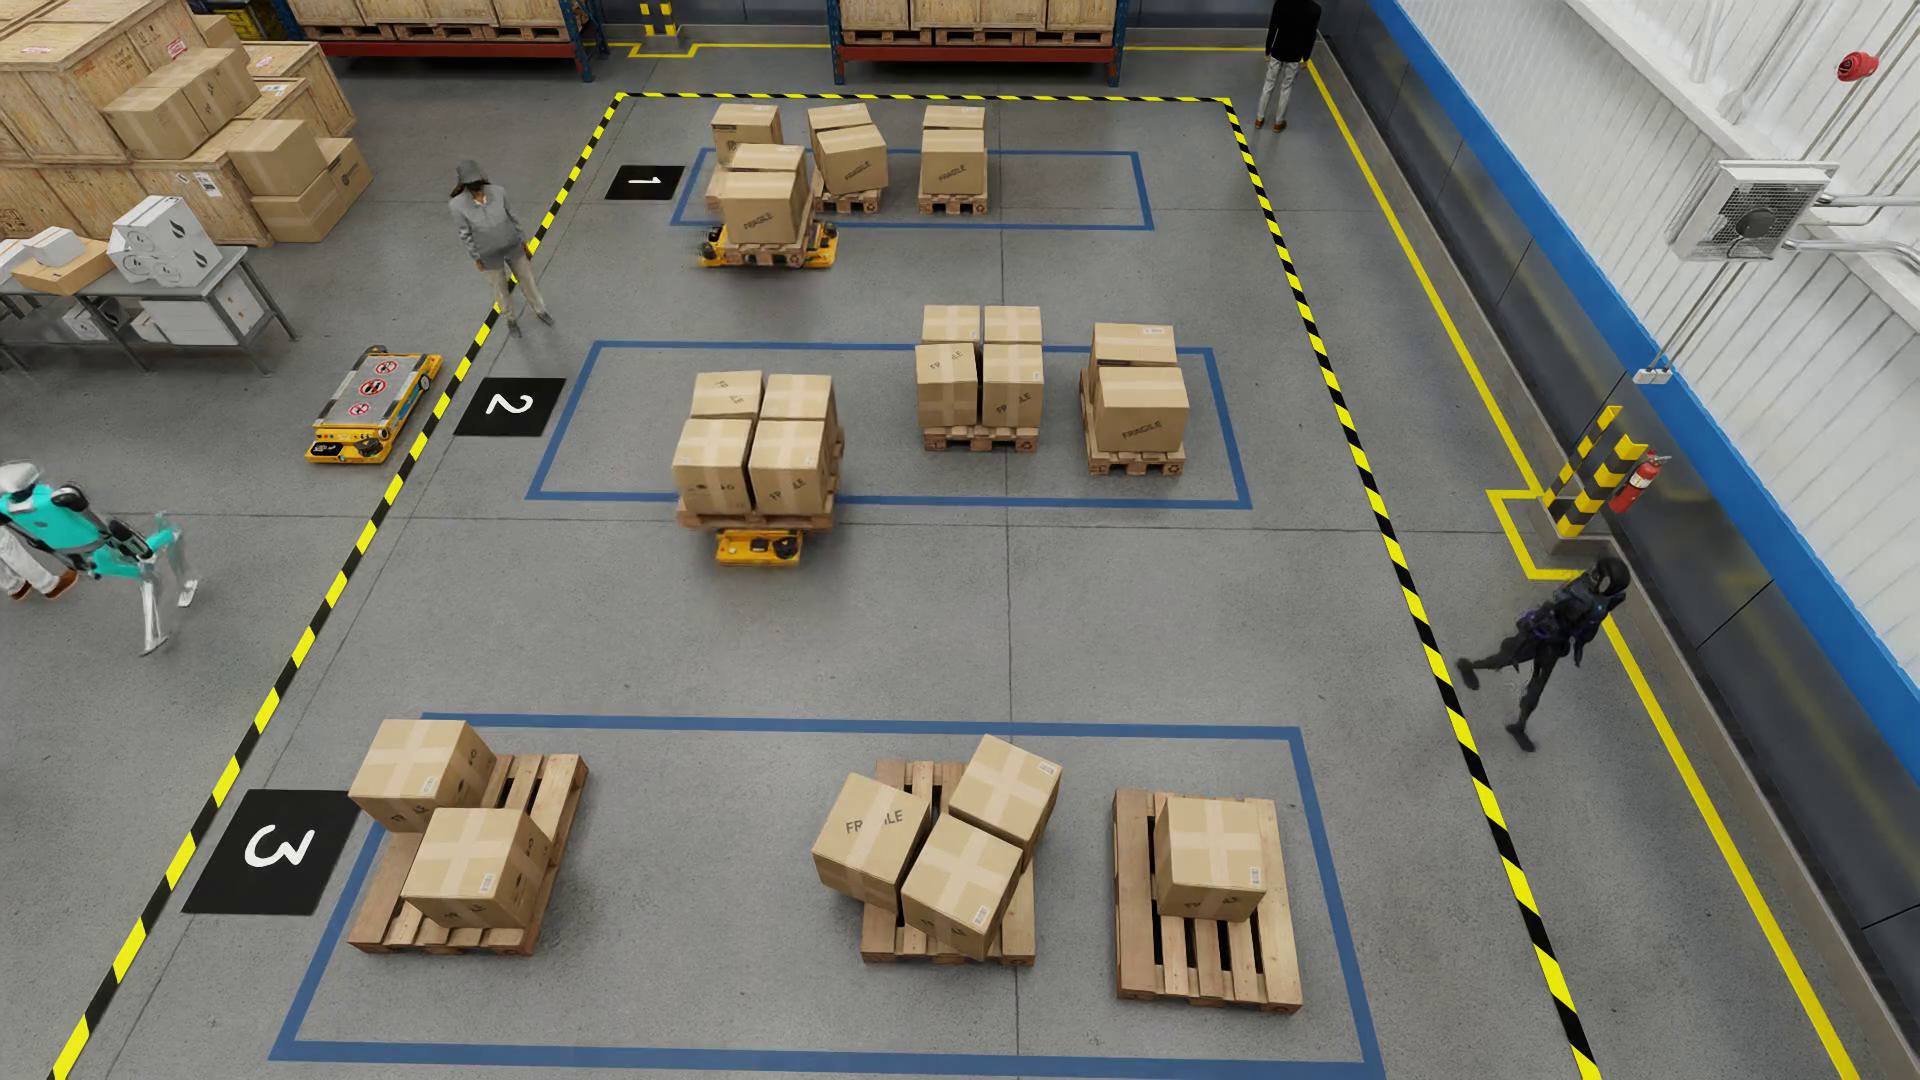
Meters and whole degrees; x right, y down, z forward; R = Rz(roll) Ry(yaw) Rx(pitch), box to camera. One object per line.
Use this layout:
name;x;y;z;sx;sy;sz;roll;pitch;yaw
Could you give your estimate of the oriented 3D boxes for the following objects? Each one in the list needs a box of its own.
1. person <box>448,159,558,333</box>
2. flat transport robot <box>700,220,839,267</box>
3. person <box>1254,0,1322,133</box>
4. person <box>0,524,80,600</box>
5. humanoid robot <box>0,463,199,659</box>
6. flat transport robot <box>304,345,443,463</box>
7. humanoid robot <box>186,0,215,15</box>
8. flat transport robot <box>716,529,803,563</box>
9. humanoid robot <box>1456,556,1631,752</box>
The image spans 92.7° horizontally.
person;-4.390;-2.758;8.743;0.483;1.772;0.573;37;59;27
flat transport robot;-2.093;-3.290;10.133;1.431;0.197;0.652;1;50;1
person;4.090;-6.076;11.450;0.590;1.884;0.357;22;53;17
person;-7.166;-0.225;6.507;0.580;1.878;0.359;-2;50;-1
humanoid robot;-5.892;0.026;6.367;0.550;1.735;0.980;-10;51;-9
flat transport robot;-5.383;-1.269;8.441;0.659;0.231;1.431;1;50;1
humanoid robot;-9.670;-6.397;11.866;0.690;1.634;0.600;1;50;1
flat transport robot;-1.602;-0.415;7.700;0.652;0.197;1.431;1;50;1
humanoid robot;3.775;0.671;5.906;0.591;1.622;0.790;-7;50;-6
